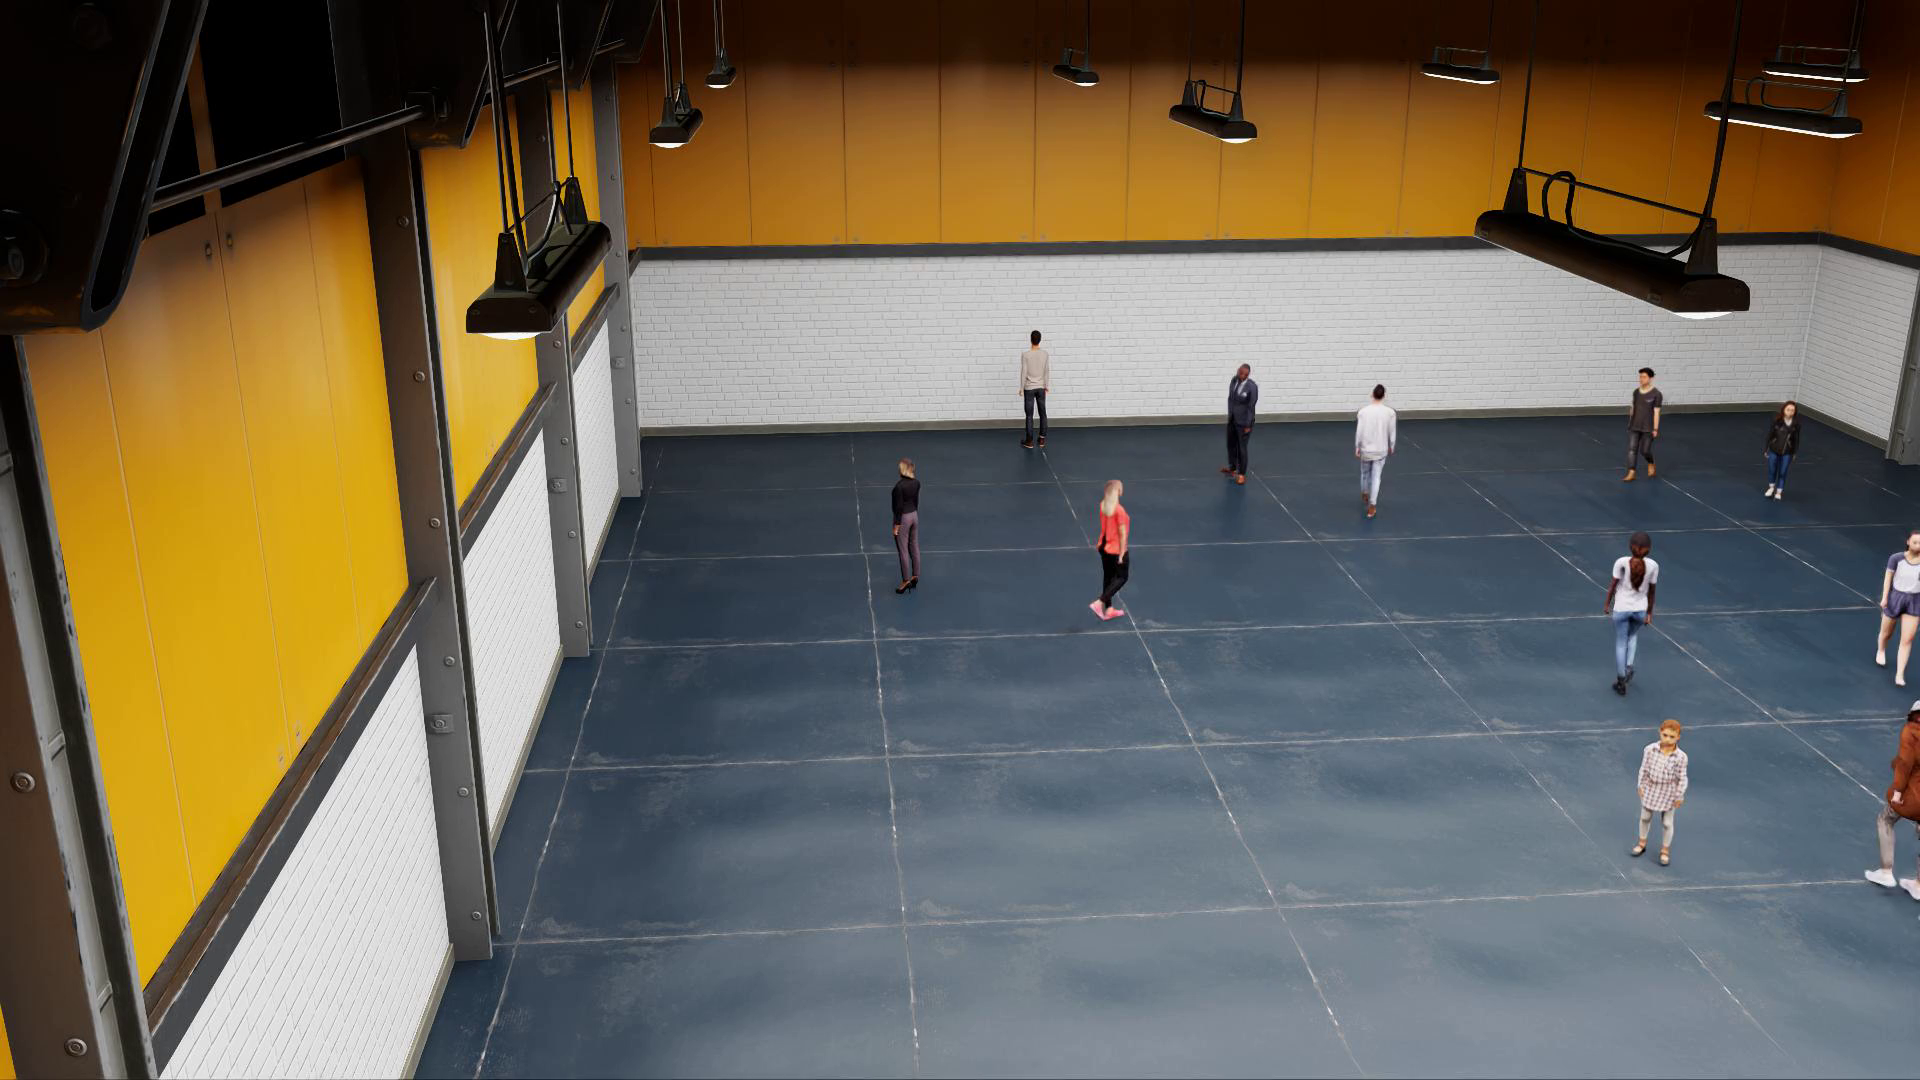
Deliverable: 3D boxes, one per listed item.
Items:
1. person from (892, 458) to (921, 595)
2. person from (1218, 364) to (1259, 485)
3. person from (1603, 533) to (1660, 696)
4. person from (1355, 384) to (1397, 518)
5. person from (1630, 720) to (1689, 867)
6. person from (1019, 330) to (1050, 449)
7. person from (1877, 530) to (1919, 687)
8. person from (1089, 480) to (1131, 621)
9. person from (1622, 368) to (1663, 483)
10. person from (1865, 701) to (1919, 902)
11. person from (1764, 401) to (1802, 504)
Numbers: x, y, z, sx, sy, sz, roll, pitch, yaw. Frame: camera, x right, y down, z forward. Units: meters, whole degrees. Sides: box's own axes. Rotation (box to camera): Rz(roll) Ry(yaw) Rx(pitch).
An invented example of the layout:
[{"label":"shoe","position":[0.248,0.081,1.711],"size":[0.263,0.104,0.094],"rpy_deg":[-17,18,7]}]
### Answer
[{"label":"person","position":[-0.641,-0.178,20.019],"size":[0.743,1.671,0.662],"rpy_deg":[12,22,32]},{"label":"person","position":[4.113,-1.744,24.486],"size":[1.031,1.789,0.801],"rpy_deg":[-7,20,-21]},{"label":"person","position":[6.927,0.775,17.135],"size":[0.650,1.707,0.733],"rpy_deg":[1,19,3]},{"label":"person","position":[5.702,-1.204,22.867],"size":[0.953,1.798,1.212],"rpy_deg":[5,19,15]},{"label":"person","position":[5.858,2.080,13.888],"size":[0.594,1.305,0.654],"rpy_deg":[15,24,37]},{"label":"person","position":[1.177,-2.393,26.291],"size":[0.728,1.866,0.668],"rpy_deg":[-7,20,-21]},{"label":"person","position":[9.956,0.670,17.612],"size":[0.930,1.602,1.166],"rpy_deg":[7,20,20]},{"label":"person","position":[1.677,0.144,19.041],"size":[0.864,1.686,0.860],"rpy_deg":[-12,22,-32]},{"label":"person","position":[10.094,-1.696,24.482],"size":[0.953,1.700,0.940],"rpy_deg":[-14,23,-36]},{"label":"person","position":[7.690,2.030,13.227],"size":[0.709,1.822,0.663],"rpy_deg":[-1,19,-2]},{"label":"person","position":[11.655,-1.272,23.634],"size":[0.878,1.438,1.026],"rpy_deg":[10,21,28]}]
